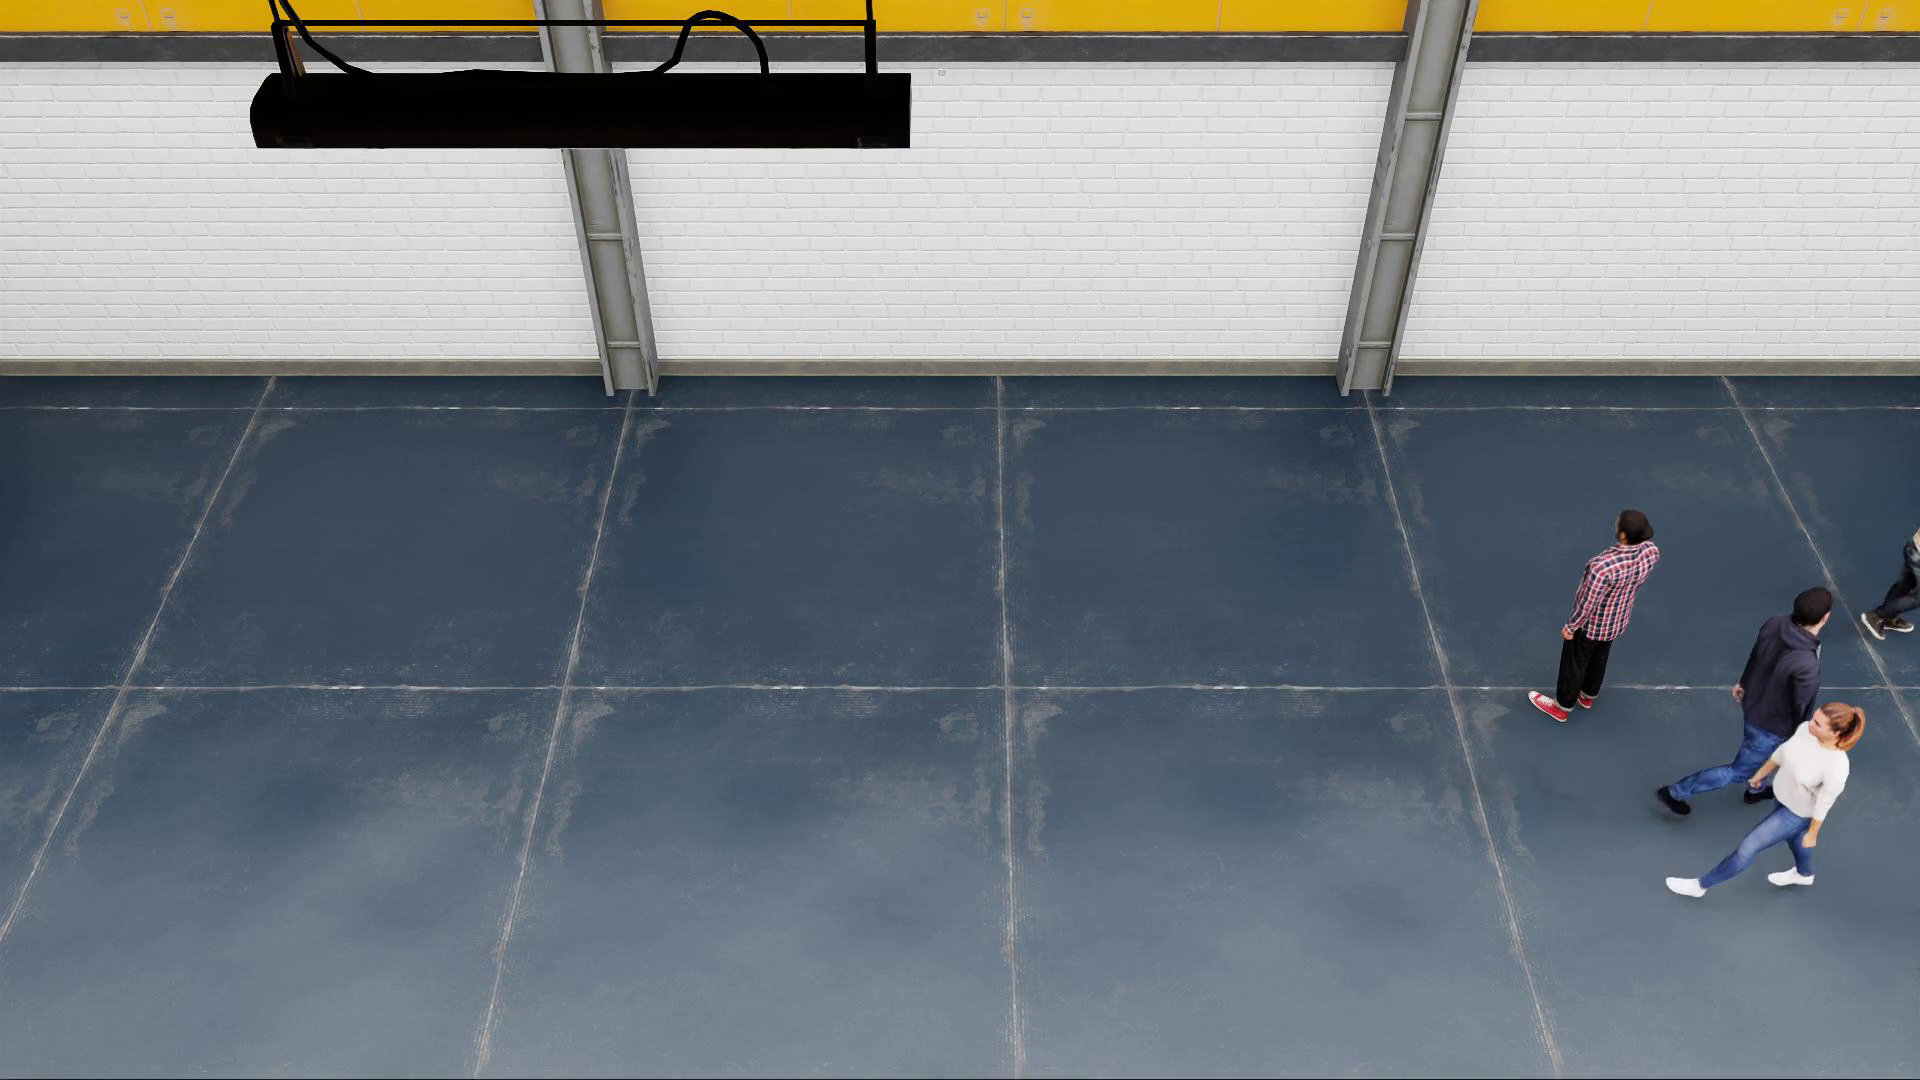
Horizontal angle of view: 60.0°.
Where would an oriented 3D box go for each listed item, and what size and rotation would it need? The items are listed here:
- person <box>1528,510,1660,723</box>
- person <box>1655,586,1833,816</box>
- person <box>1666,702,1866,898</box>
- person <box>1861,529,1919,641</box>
[{"bbox_3d":[4.063,0.474,10.563,0.719,1.760,0.839,-22,48,-22],"label":"person"},{"bbox_3d":[4.736,1.042,9.903,1.138,1.848,0.684,4,44,4],"label":"person"},{"bbox_3d":[4.845,1.530,9.521,1.142,1.669,0.668,2,44,3],"label":"person"},{"bbox_3d":[6.418,0.107,11.166,0.672,1.459,0.591,5,44,5],"label":"person"}]
